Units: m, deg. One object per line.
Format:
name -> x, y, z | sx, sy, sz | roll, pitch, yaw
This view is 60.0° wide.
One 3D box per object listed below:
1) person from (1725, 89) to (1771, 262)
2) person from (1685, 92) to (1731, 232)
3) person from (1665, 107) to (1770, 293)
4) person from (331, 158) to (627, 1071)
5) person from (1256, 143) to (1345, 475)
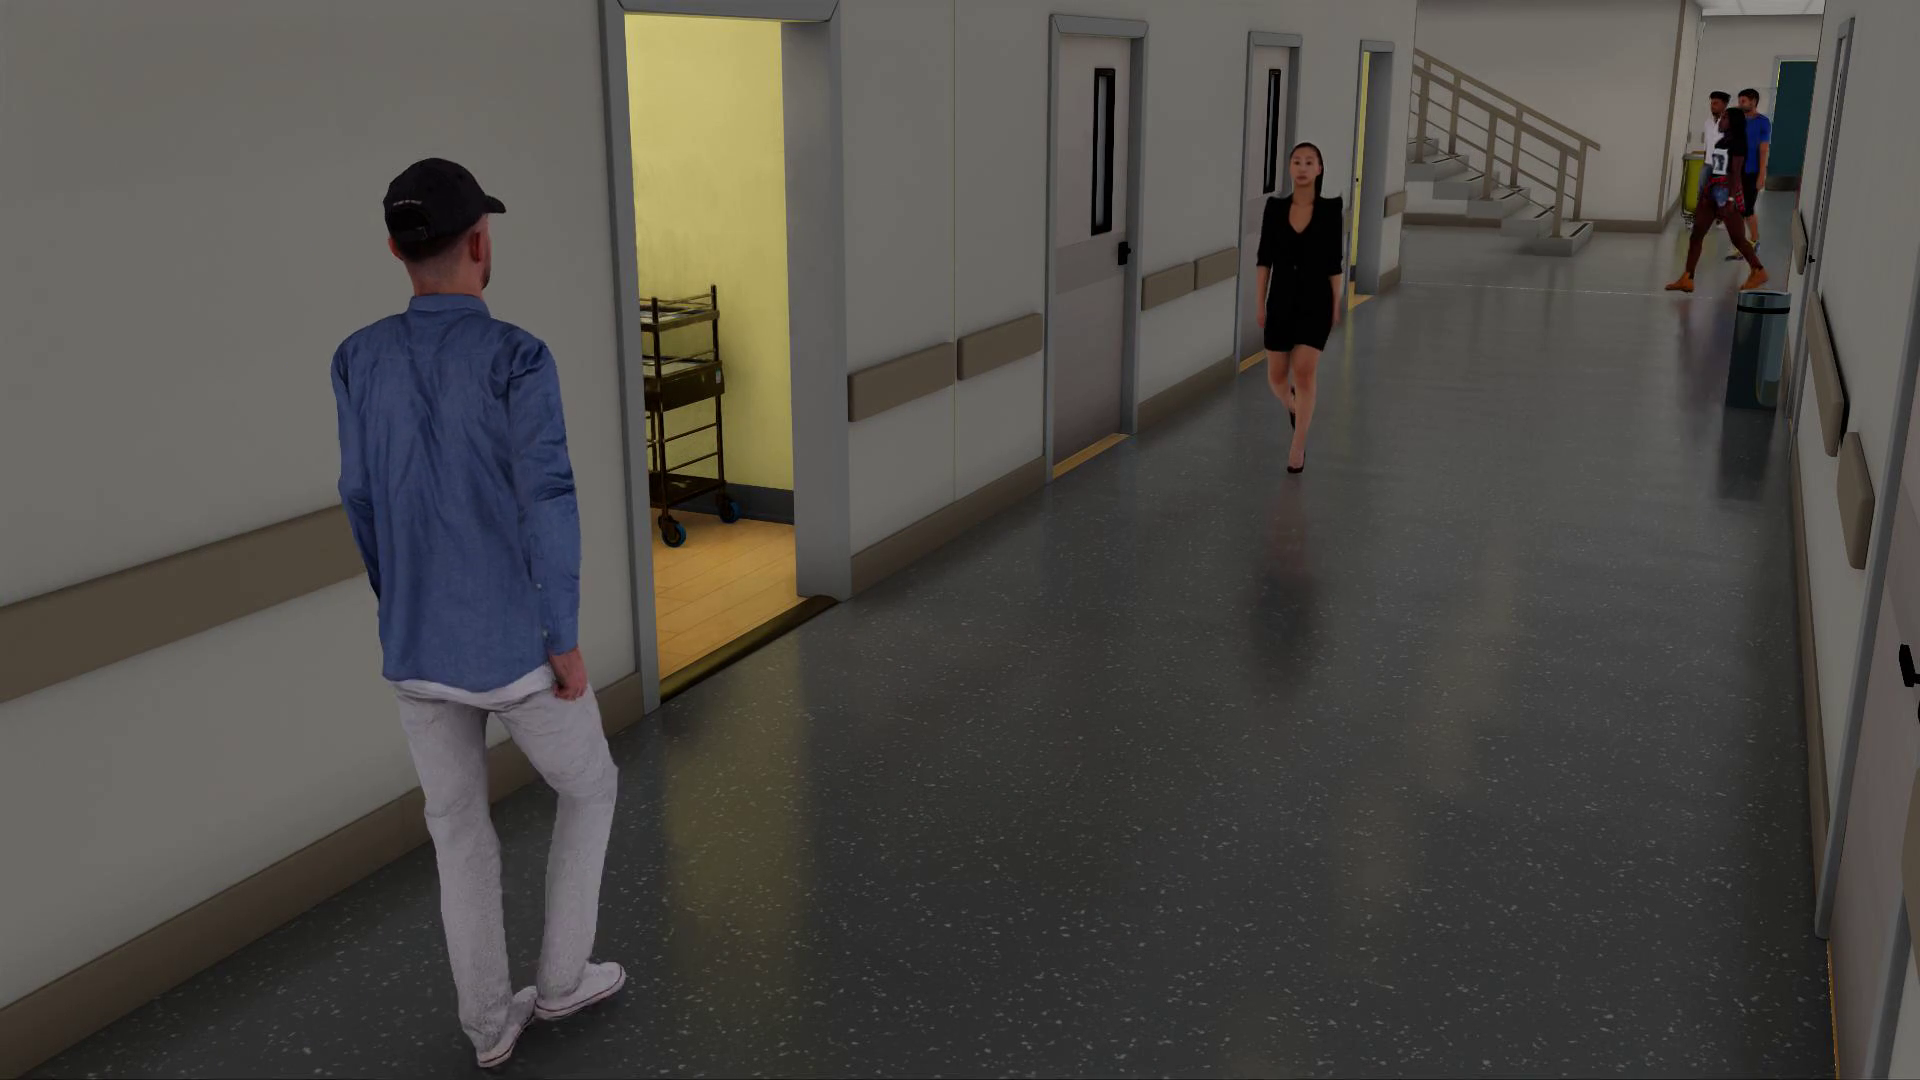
person -> 8.676, -3.997, 18.296 | 0.835, 1.849, 0.779 | -12, 20, -37
person -> 9.849, -4.845, 21.470 | 1.115, 1.759, 1.204 | -11, 19, -33
person -> 7.188, -3.116, 15.470 | 1.252, 1.686, 1.028 | -2, 16, -7
person -> -0.992, 0.215, 3.303 | 0.676, 1.876, 0.804 | 4, 16, 12
person -> 1.776, -1.206, 8.709 | 0.890, 1.678, 0.717 | 5, 17, 18
